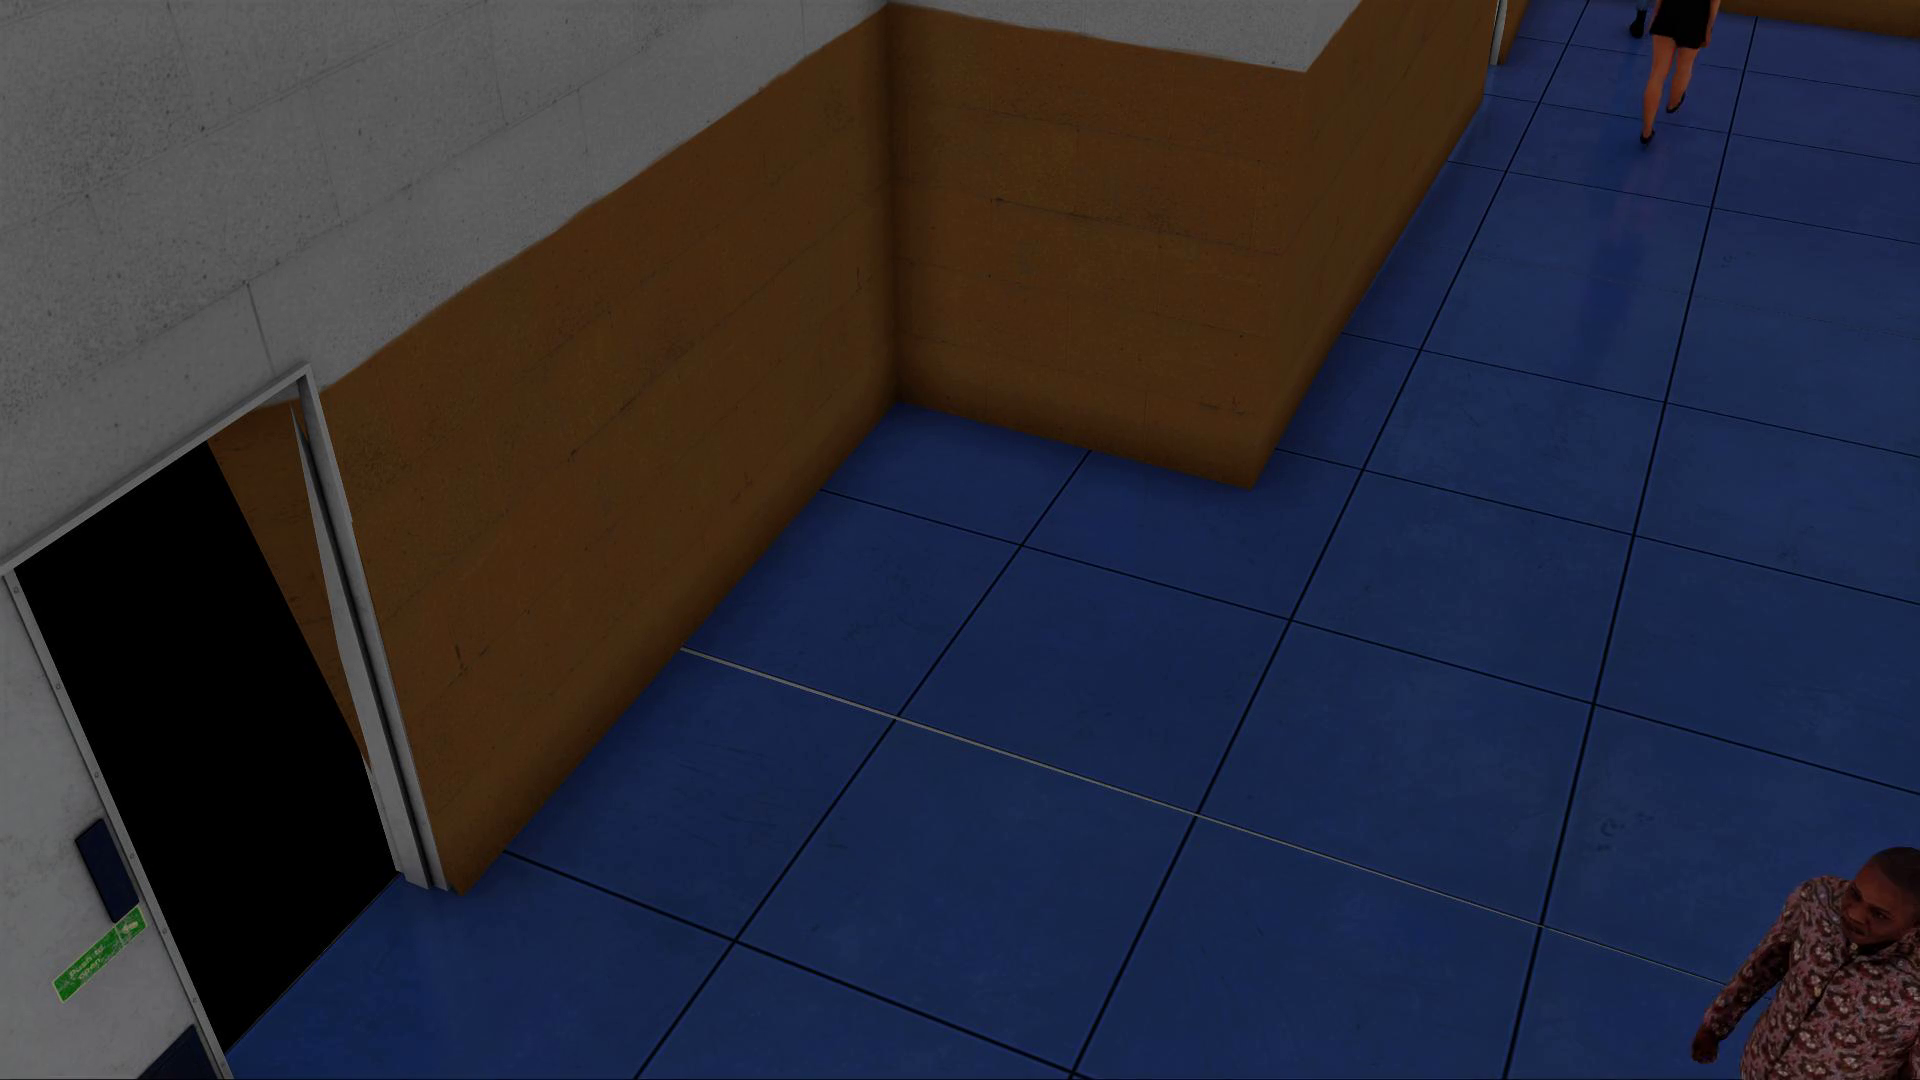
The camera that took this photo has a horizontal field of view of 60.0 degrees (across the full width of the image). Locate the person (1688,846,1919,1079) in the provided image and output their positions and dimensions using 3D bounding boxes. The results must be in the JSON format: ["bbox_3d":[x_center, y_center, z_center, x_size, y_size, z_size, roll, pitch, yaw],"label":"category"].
[{"bbox_3d":[2.423,1.474,4.601,0.890,1.790,0.819,-14,39,-18],"label":"person"}]

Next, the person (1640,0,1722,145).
[{"bbox_3d":[4.915,-3.505,11.373,1.033,1.625,0.696,18,41,23],"label":"person"}]
